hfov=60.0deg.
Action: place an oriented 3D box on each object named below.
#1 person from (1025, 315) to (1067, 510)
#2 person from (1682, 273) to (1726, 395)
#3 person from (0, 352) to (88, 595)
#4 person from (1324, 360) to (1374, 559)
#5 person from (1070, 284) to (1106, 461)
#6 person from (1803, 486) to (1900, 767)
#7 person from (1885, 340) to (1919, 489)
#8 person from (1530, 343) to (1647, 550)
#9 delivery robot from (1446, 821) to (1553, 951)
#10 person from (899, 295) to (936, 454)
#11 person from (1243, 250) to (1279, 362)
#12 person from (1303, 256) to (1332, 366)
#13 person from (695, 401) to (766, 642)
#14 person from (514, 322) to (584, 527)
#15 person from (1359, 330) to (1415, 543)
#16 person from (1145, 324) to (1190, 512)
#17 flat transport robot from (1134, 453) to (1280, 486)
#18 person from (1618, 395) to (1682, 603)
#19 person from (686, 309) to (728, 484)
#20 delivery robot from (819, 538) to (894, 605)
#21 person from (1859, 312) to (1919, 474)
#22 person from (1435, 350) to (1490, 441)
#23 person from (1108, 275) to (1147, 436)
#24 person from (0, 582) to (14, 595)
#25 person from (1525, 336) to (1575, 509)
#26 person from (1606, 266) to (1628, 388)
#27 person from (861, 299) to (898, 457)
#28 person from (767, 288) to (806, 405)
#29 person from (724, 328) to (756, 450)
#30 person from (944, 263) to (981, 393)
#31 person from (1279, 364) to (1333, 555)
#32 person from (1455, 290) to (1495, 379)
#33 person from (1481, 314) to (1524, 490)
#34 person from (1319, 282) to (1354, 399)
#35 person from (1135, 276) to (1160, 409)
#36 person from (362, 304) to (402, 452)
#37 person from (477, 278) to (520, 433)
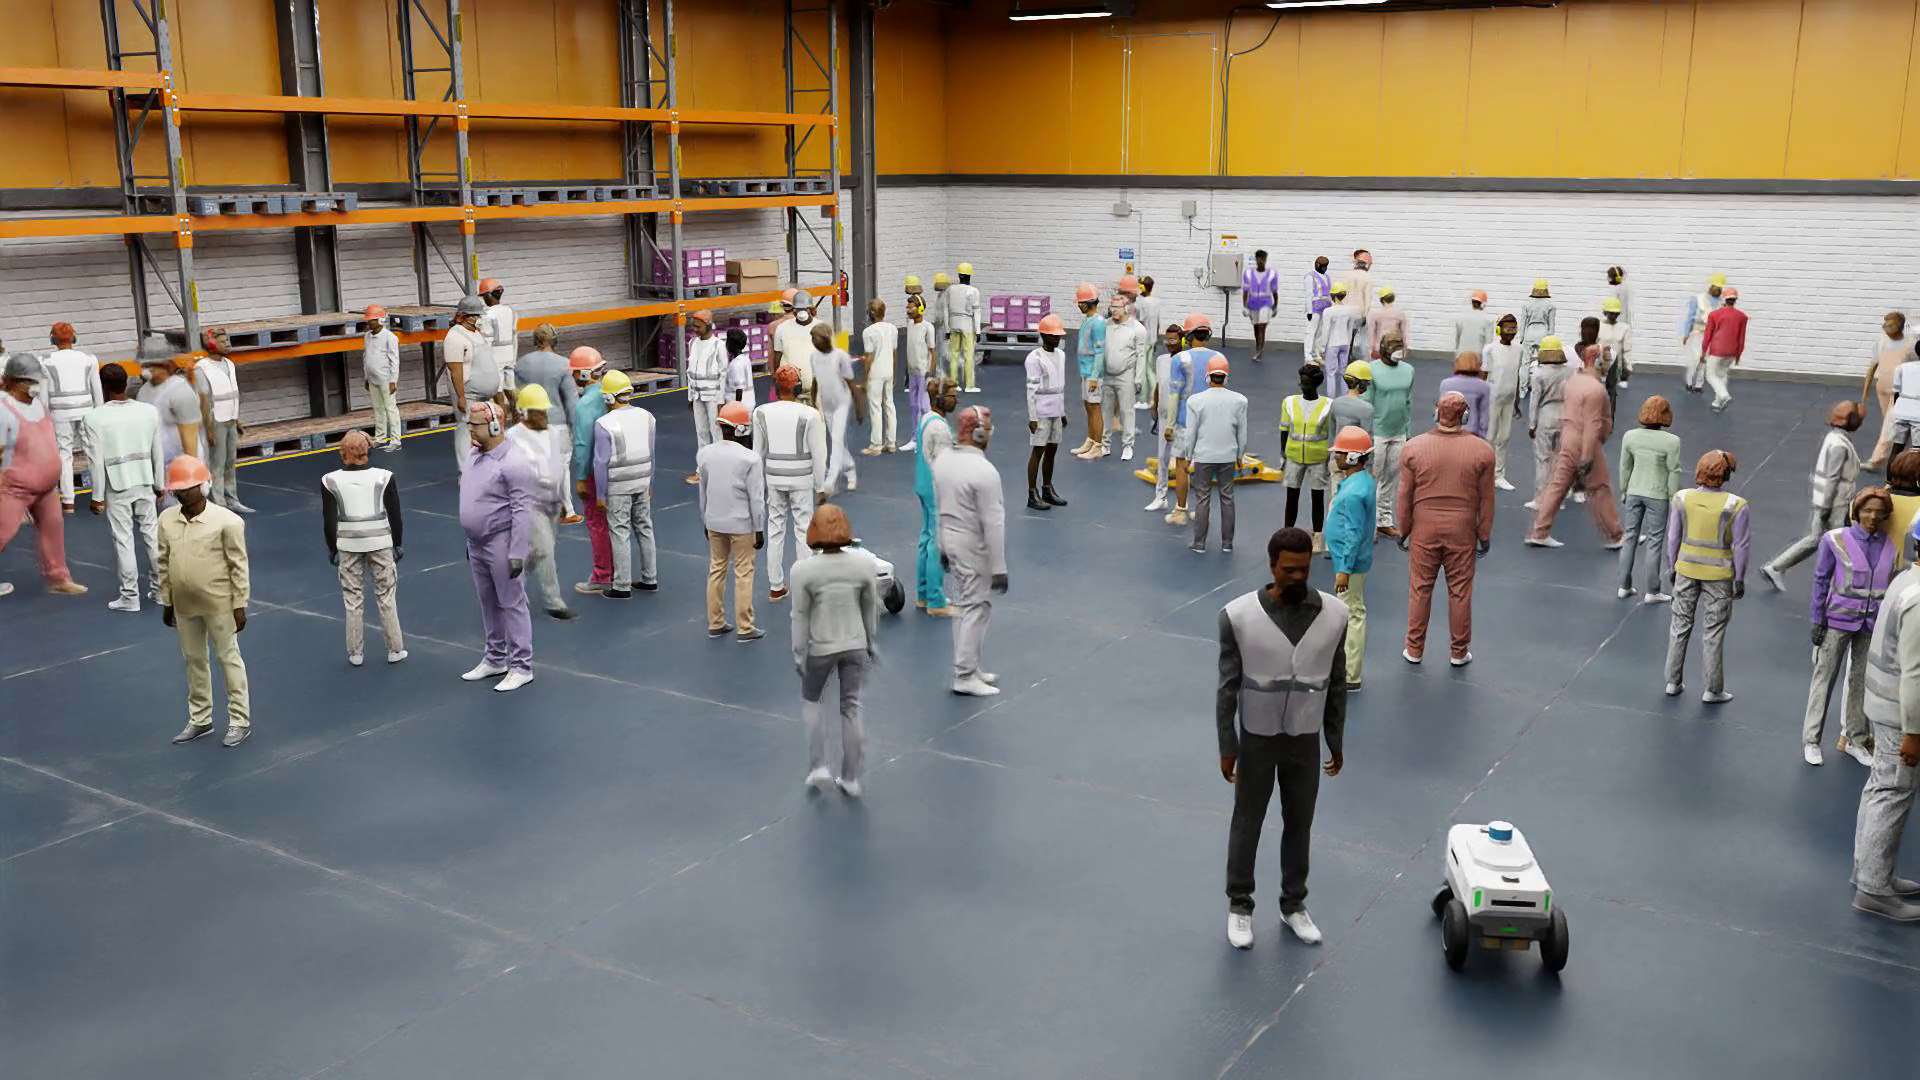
[{"bbox_3d":[0.890,-1.271,16.546,0.370,1.935,0.552,11,17,39],"label":"person"},{"bbox_3d":[10.952,-3.006,24.382,0.624,1.799,0.470,-1,13,-4],"label":"person"},{"bbox_3d":[-7.510,-0.530,13.106,0.859,2.000,0.697,2,13,9],"label":"person"},{"bbox_3d":[3.371,-0.663,14.311,0.339,1.761,0.528,-6,14,-26],"label":"person"},{"bbox_3d":[1.486,-1.935,19.218,0.392,2.034,0.605,-2,13,-8],"label":"person"},{"bbox_3d":[5.132,0.495,9.545,0.511,1.637,0.307,1,13,4],"label":"person"},{"bbox_3d":[9.765,-1.248,16.999,0.319,1.687,0.539,-7,15,-26],"label":"person"},{"bbox_3d":[5.595,-0.820,14.762,0.992,1.852,0.657,-1,13,-3],"label":"person"},{"bbox_3d":[2.388,1.491,7.388,0.477,0.478,0.707,2,13,7],"label":"delivery robot"},{"bbox_3d":[-0.494,-1.953,19.655,0.310,1.869,0.531,-10,16,-37],"label":"person"},{"bbox_3d":[5.182,-4.047,28.683,0.589,1.908,1.027,5,14,22],"label":"person"},{"bbox_3d":[6.011,-3.833,27.884,0.429,1.837,0.621,12,18,43],"label":"person"},{"bbox_3d":[-1.635,-0.137,12.054,0.567,1.743,0.351,7,15,29],"label":"person"},{"bbox_3d":[-3.875,-1.082,15.726,0.636,1.938,0.365,4,13,15],"label":"person"},{"bbox_3d":[3.860,-0.944,15.124,0.635,1.937,0.354,-7,15,-28],"label":"person"},{"bbox_3d":[2.096,-1.187,16.324,0.520,1.873,0.328,9,16,35],"label":"person"},{"bbox_3d":[2.675,-0.768,18.014,1.431,0.197,0.652,-4,14,-17],"label":"flat transport robot"},{"bbox_3d":[5.427,-0.324,13.098,0.278,1.636,0.498,-10,16,-36],"label":"person"},{"bbox_3d":[-2.699,-1.515,17.714,0.576,1.887,0.354,10,16,38],"label":"person"},{"bbox_3d":[-0.813,0.232,12.851,0.477,0.478,0.707,-8,15,-31],"label":"delivery robot"},{"bbox_3d":[10.369,-1.645,18.505,1.009,1.784,0.532,-9,16,-33],"label":"person"},{"bbox_3d":[4.975,-1.068,16.429,0.497,1.596,0.822,0,13,-1],"label":"person"},{"bbox_3d":[2.143,-2.301,20.846,0.669,2.008,0.615,7,15,27],"label":"person"},{"bbox_3d":[-7.919,-0.520,13.162,0.622,1.992,0.388,3,13,12],"label":"person"},{"bbox_3d":[5.858,-1.163,16.549,0.486,1.728,0.376,-3,13,-14],"label":"person"},{"bbox_3d":[9.915,-3.216,25.186,0.655,1.840,0.483,-13,18,-43],"label":"person"},{"bbox_3d":[-0.952,-1.899,19.471,0.346,1.847,0.506,13,18,43],"label":"person"},{"bbox_3d":[-1.908,-1.875,19.039,0.609,1.995,0.376,6,14,25],"label":"person"},{"bbox_3d":[-2.327,-1.392,17.596,0.317,1.695,0.540,0,13,1],"label":"person"},{"bbox_3d":[0.052,-3.146,24.699,0.593,1.925,0.384,7,15,29],"label":"person"},{"bbox_3d":[3.065,-0.714,14.661,0.536,1.693,0.322,6,14,25],"label":"person"},{"bbox_3d":[6.915,-2.489,22.305,0.569,1.717,0.768,10,16,36],"label":"person"},{"bbox_3d":[5.668,-1.437,17.417,0.531,1.869,0.310,-5,14,-19],"label":"person"},{"bbox_3d":[5.209,-2.684,23.052,0.524,1.769,0.308,-7,15,-28],"label":"person"},{"bbox_3d":[2.577,-2.719,23.018,0.470,1.854,0.522,11,17,40],"label":"person"},{"bbox_3d":[-6.907,-1.928,19.803,0.562,1.750,0.327,8,15,31],"label":"person"},{"bbox_3d":[-5.612,-2.153,20.157,0.406,2.034,0.610,6,14,25],"label":"person"}]
